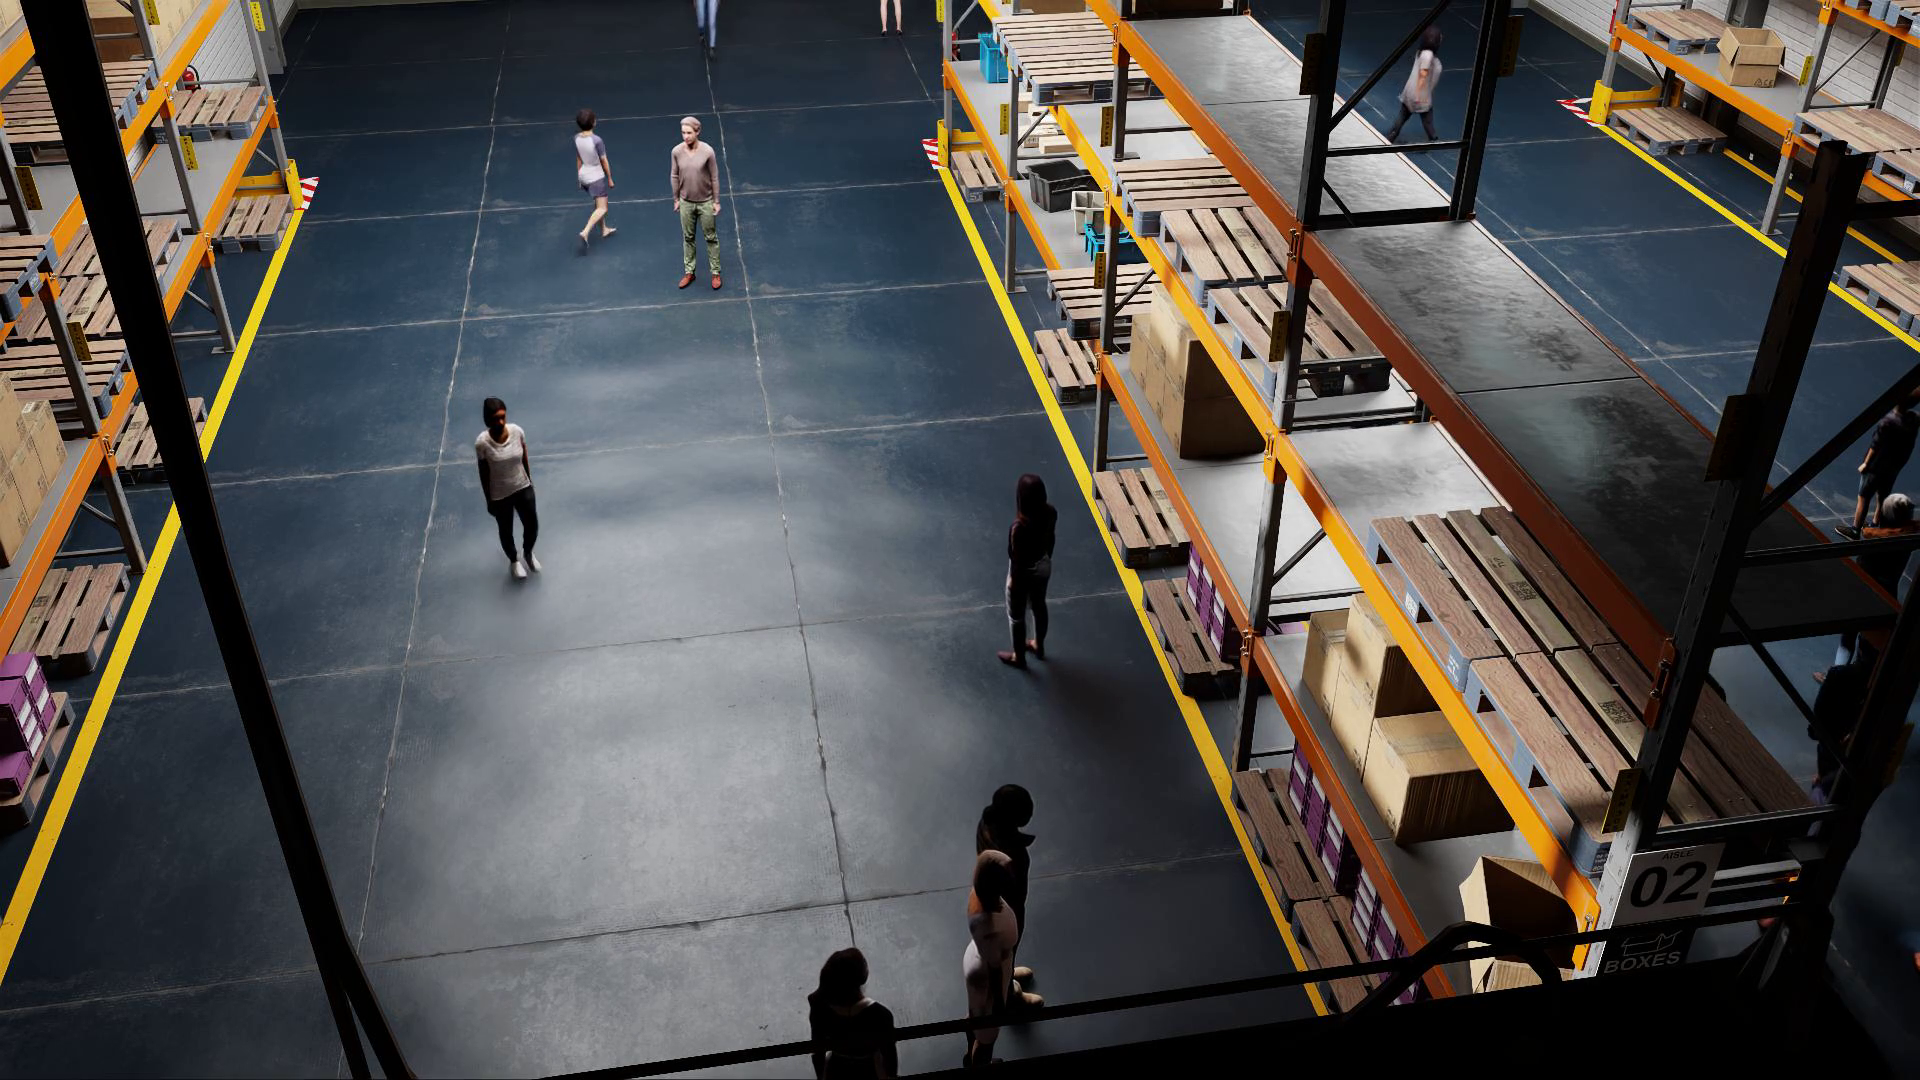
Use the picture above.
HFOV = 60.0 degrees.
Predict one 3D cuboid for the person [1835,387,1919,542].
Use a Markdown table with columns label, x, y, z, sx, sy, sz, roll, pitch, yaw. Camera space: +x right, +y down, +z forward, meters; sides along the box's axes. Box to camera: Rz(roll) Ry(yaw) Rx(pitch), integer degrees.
| label | x | y | z | sx | sy | sz | roll | pitch | yaw |
| --- | --- | --- | --- | --- | --- | --- | --- | --- | --- |
| person | 7.597 | -0.641 | 13.672 | 0.535 | 1.446 | 0.513 | -7 | 34 | -10 |

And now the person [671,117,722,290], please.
| label | x | y | z | sx | sy | sz | roll | pitch | yaw |
| --- | --- | --- | --- | --- | --- | --- | --- | --- | --- |
| person | -2.803 | -3.610 | 17.754 | 0.741 | 1.874 | 0.707 | 4 | 34 | 6 |

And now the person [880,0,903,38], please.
| label | x | y | z | sx | sy | sz | roll | pitch | yaw |
| --- | --- | --- | --- | --- | --- | --- | --- | --- | --- |
| person | -1.081 | -8.593 | 25.291 | 0.603 | 1.829 | 0.538 | -1 | 34 | -2 |

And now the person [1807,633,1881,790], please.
| label | x | y | z | sx | sy | sz | roll | pitch | yaw |
| --- | --- | --- | --- | --- | --- | --- | --- | --- | --- |
| person | 5.669 | 1.298 | 10.563 | 0.881 | 1.660 | 0.968 | 8 | 34 | 11 |

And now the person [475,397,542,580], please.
| label | x | y | z | sx | sy | sz | roll | pitch | yaw |
| --- | --- | --- | --- | --- | --- | --- | --- | --- | --- |
| person | -3.616 | -0.435 | 13.192 | 0.662 | 1.635 | 0.688 | -19 | 38 | -26 |

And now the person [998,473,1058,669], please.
| label | x | y | z | sx | sy | sz | roll | pitch | yaw |
| --- | --- | --- | --- | --- | --- | --- | --- | --- | --- |
| person | 0.505 | 0.223 | 12.231 | 0.710 | 1.603 | 0.679 | 26 | 42 | 34 |

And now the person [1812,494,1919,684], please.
| label | x | y | z | sx | sy | sz | roll | pitch | yaw |
| --- | --- | --- | --- | --- | --- | --- | --- | --- | --- |
| person | 6.555 | 0.376 | 11.973 | 0.664 | 1.635 | 0.639 | -11 | 35 | -15 |

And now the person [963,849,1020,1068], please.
| label | x | y | z | sx | sy | sz | roll | pitch | yaw |
| --- | --- | --- | --- | --- | --- | --- | --- | --- | --- |
| person | 0.147 | 2.333 | 8.925 | 0.624 | 1.749 | 0.441 | -5 | 34 | -7 |

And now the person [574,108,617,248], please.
| label | x | y | z | sx | sy | sz | roll | pitch | yaw |
| --- | --- | --- | --- | --- | --- | --- | --- | --- | --- |
| person | -4.158 | -4.059 | 18.726 | 0.901 | 1.544 | 0.969 | 20 | 38 | 27 |

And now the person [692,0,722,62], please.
| label | x | y | z | sx | sy | sz | roll | pitch | yaw |
| --- | --- | --- | --- | --- | --- | --- | --- | --- | --- |
| person | -3.736 | -7.965 | 24.457 | 0.605 | 1.706 | 0.873 | -7 | 34 | -11 |

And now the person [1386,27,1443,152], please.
| label | x | y | z | sx | sy | sz | roll | pitch | yaw |
| --- | --- | --- | --- | --- | --- | --- | --- | --- | --- |
| person | 5.779 | -5.718 | 21.206 | 0.802 | 1.563 | 1.019 | 0 | 34 | 0 |

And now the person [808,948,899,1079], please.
| label | x | y | z | sx | sy | sz | roll | pitch | yaw |
| --- | --- | --- | --- | --- | --- | --- | --- | --- | --- |
| person | -0.516 | 2.721 | 8.300 | 0.635 | 1.795 | 0.602 | 5 | 34 | 7 |

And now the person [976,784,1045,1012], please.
| label | x | y | z | sx | sy | sz | roll | pitch | yaw |
| --- | --- | --- | --- | --- | --- | --- | --- | --- | --- |
| person | 0.233 | 2.043 | 9.441 | 0.662 | 1.661 | 0.593 | 8 | 35 | 12 |

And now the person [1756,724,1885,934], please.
| label | x | y | z | sx | sy | sz | roll | pitch | yaw |
| --- | --- | --- | --- | --- | --- | --- | --- | --- | --- |
| person | 5.104 | 1.810 | 9.741 | 0.733 | 1.717 | 0.738 | -12 | 35 | -17 |
